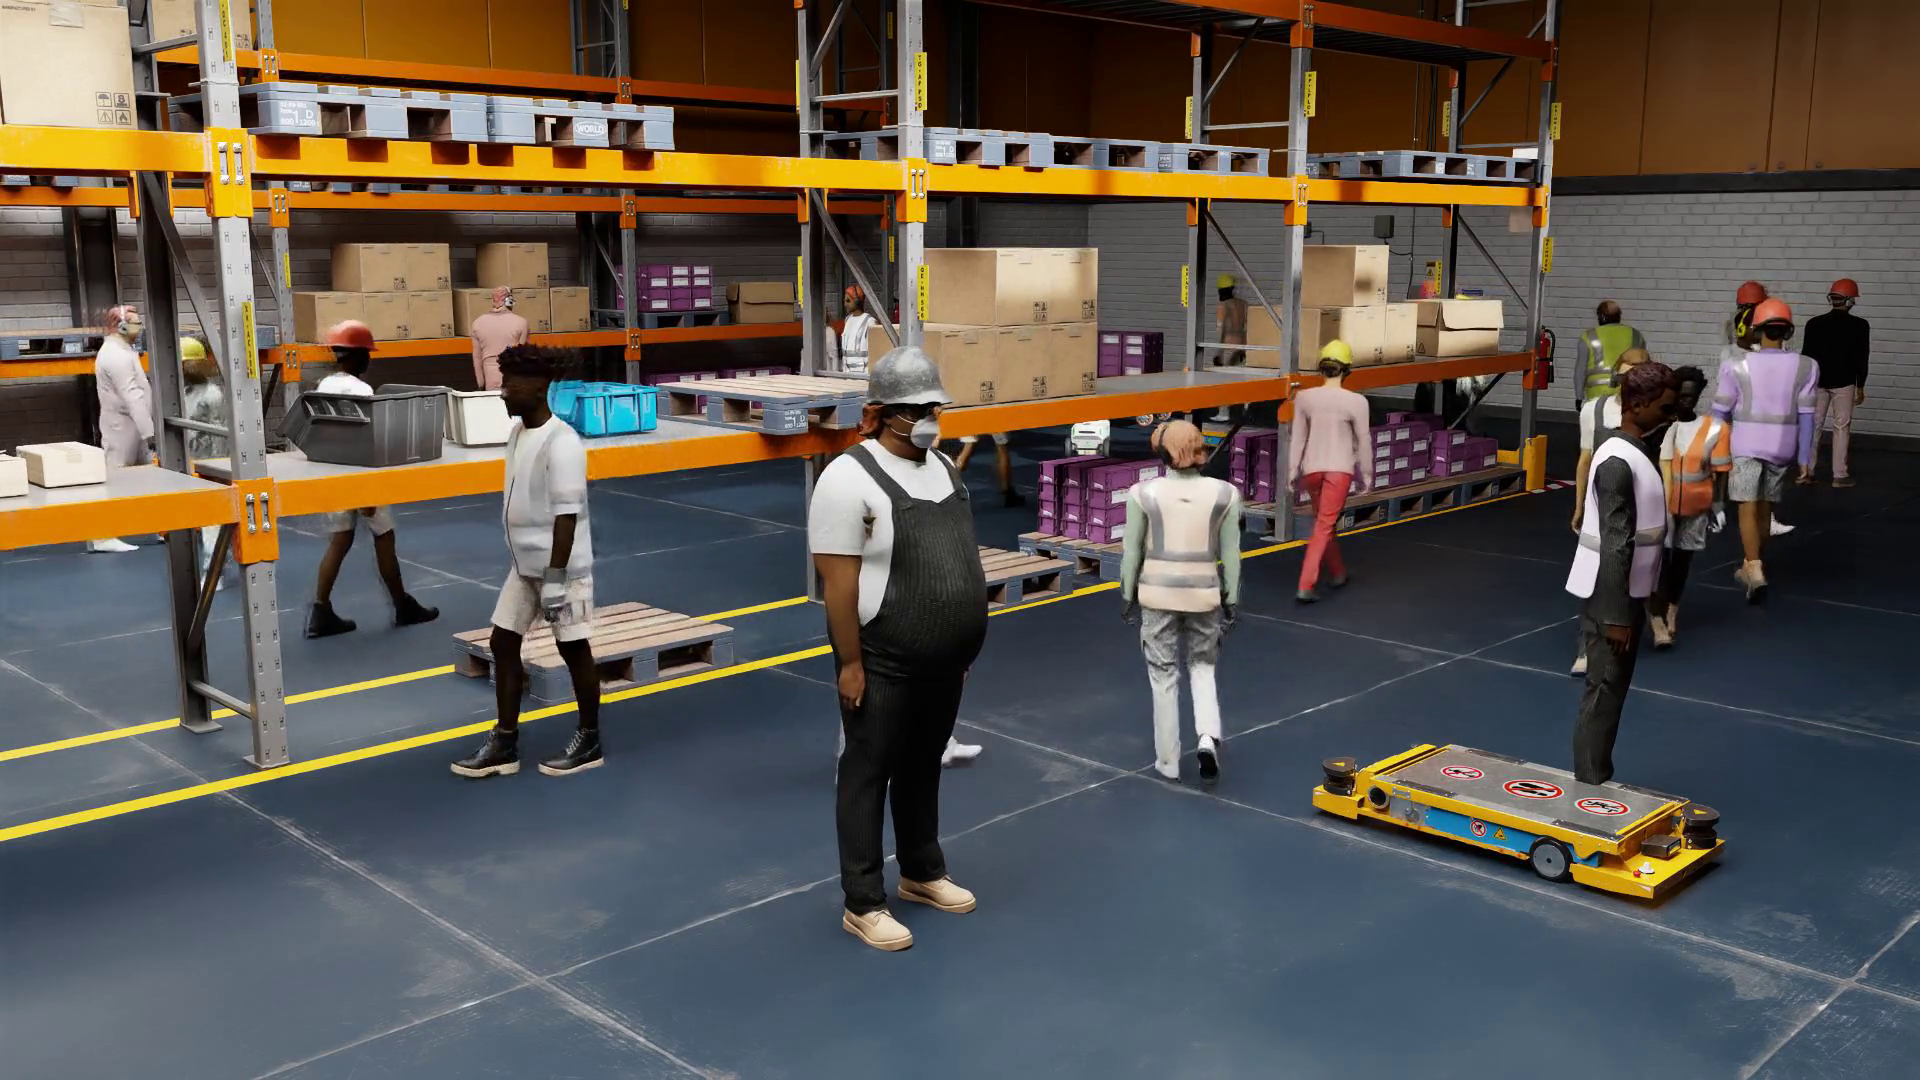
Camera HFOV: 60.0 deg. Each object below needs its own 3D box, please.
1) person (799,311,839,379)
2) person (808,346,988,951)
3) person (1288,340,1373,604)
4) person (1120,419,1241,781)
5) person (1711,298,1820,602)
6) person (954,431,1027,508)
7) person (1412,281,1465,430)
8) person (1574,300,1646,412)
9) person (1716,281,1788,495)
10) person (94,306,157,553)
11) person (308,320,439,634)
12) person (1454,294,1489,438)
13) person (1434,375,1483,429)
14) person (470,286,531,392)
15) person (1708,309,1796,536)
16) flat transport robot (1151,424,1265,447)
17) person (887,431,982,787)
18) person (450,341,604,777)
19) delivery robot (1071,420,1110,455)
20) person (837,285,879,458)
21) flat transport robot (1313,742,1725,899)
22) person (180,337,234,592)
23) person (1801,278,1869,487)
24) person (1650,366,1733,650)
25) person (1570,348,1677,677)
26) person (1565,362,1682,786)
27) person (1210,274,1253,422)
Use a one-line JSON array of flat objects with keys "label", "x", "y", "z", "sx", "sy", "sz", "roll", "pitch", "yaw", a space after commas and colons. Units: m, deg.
[{"label": "person", "x": -1.668, "y": -1.930, "z": 19.340, "sx": 0.578, "sy": 1.613, "sz": 0.506, "roll": -9, "pitch": 14, "yaw": -41}, {"label": "person", "x": -0.156, "y": 0.354, "z": 5.716, "sx": 0.536, "sy": 2.000, "sz": 0.676, "roll": 8, "pitch": 13, "yaw": 36}, {"label": "person", "x": 2.462, "y": -0.460, "z": 11.020, "sx": 0.541, "sy": 1.714, "sz": 0.933, "roll": 9, "pitch": 14, "yaw": 40}, {"label": "person", "x": 0.966, "y": 0.277, "z": 7.287, "sx": 0.520, "sy": 1.618, "sz": 0.394, "roll": 0, "pitch": 10, "yaw": -2}, {"label": "person", "x": 5.331, "y": -0.603, "z": 11.055, "sx": 0.624, "sy": 2.004, "sz": 1.025, "roll": 3, "pitch": 11, "yaw": 14}, {"label": "person", "x": 0.196, "y": -1.174, "z": 14.464, "sx": 0.545, "sy": 1.898, "sz": 0.958, "roll": 8, "pitch": 13, "yaw": 39}, {"label": "person", "x": 4.954, "y": -1.722, "z": 17.320, "sx": 0.631, "sy": 1.930, "sz": 0.999, "roll": -7, "pitch": 13, "yaw": -35}, {"label": "person", "x": 6.237, "y": -1.386, "z": 15.942, "sx": 0.650, "sy": 1.800, "sz": 0.873, "roll": 0, "pitch": 10, "yaw": 2}, {"label": "person", "x": 7.473, "y": -1.440, "z": 15.628, "sx": 0.640, "sy": 1.999, "sz": 1.007, "roll": 10, "pitch": 15, "yaw": 44}, {"label": "person", "x": -6.236, "y": -0.838, "z": 12.696, "sx": 0.905, "sy": 1.870, "sz": 0.659, "roll": -5, "pitch": 11, "yaw": -24}, {"label": "person", "x": -3.649, "y": -0.378, "z": 10.094, "sx": 0.564, "sy": 1.903, "sz": 0.819, "roll": 8, "pitch": 13, "yaw": 38}, {"label": "person", "x": 5.590, "y": -1.844, "z": 18.424, "sx": 0.867, "sy": 1.787, "sz": 0.625, "roll": -3, "pitch": 11, "yaw": -18}, {"label": "person", "x": 5.274, "y": -1.636, "z": 17.745, "sx": 0.515, "sy": 1.593, "sz": 0.724, "roll": -4, "pitch": 11, "yaw": -20}, {"label": "person", "x": -4.544, "y": -1.588, "z": 16.693, "sx": 0.639, "sy": 1.902, "sz": 0.406, "roll": 2, "pitch": 11, "yaw": 11}, {"label": "person", "x": 6.283, "y": -0.940, "z": 13.401, "sx": 0.520, "sy": 1.812, "sz": 0.946, "roll": -5, "pitch": 12, "yaw": -27}, {"label": "flat transport robot", "x": 2.933, "y": -1.176, "z": 18.884, "sx": 0.652, "sy": 0.197, "sz": 1.431, "roll": -10, "pitch": 15, "yaw": -44}, {"label": "person", "x": -0.167, "y": 0.290, "z": 7.241, "sx": 0.791, "sy": 1.602, "sz": 0.515, "roll": -3, "pitch": 11, "yaw": -15}, {"label": "person", "x": -1.930, "y": 0.117, "z": 7.257, "sx": 0.789, "sy": 1.940, "sz": 0.634, "roll": -8, "pitch": 13, "yaw": -39}, {"label": "delivery robot", "x": 1.400, "y": -1.162, "z": 17.782, "sx": 0.477, "sy": 0.478, "sz": 0.707, "roll": 2, "pitch": 11, "yaw": 12}, {"label": "person", "x": -1.071, "y": -1.739, "z": 17.551, "sx": 0.355, "sy": 1.886, "sz": 0.572, "roll": -7, "pitch": 13, "yaw": -34}, {"label": "flat transport robot", "x": 2.201, "y": 1.069, "z": 6.644, "sx": 0.652, "sy": 0.197, "sz": 1.431, "roll": -10, "pitch": 14, "yaw": -44}, {"label": "person", "x": -5.119, "y": -0.498, "z": 11.175, "sx": 0.503, "sy": 1.731, "sz": 0.379, "roll": 6, "pitch": 12, "yaw": 28}, {"label": "person", "x": 8.404, "y": -1.508, "z": 15.995, "sx": 0.395, "sy": 1.994, "sz": 0.612, "roll": -8, "pitch": 13, "yaw": -38}, {"label": "person", "x": 4.218, "y": -0.197, "z": 9.768, "sx": 0.544, "sy": 1.649, "sz": 0.873, "roll": 3, "pitch": 11, "yaw": 16}, {"label": "person", "x": 3.584, "y": -0.139, "z": 9.056, "sx": 0.522, "sy": 1.796, "sz": 0.917, "roll": 6, "pitch": 12, "yaw": 29}, {"label": "person", "x": 2.644, "y": 0.241, "z": 6.678, "sx": 0.391, "sy": 1.913, "sz": 0.587, "roll": 5, "pitch": 12, "yaw": 26}, {"label": "person", "x": 3.488, "y": -2.462, "z": 21.427, "sx": 0.555, "sy": 1.909, "sz": 0.610, "roll": 10, "pitch": 14, "yaw": 43}]
